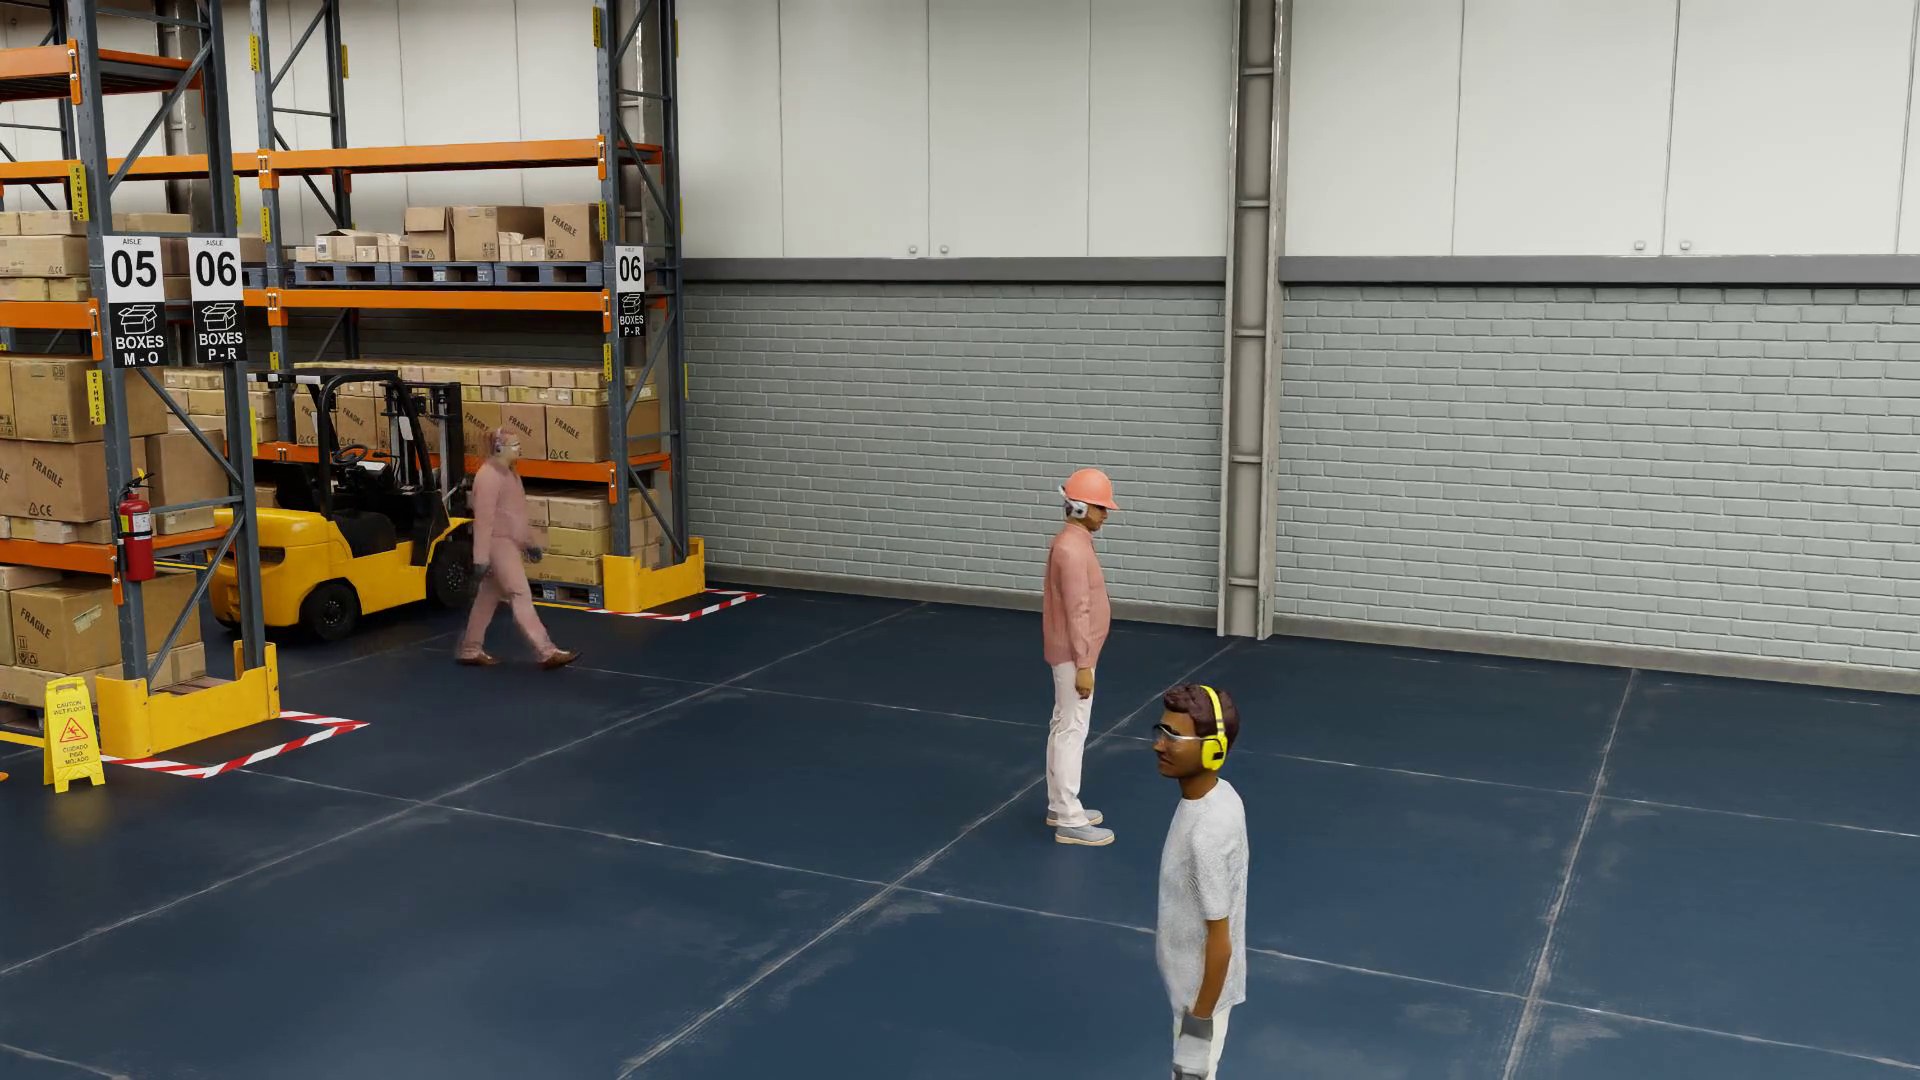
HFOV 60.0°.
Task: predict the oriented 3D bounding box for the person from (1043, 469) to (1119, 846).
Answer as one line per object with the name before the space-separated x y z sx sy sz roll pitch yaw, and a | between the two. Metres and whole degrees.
person | 0.636 0.612 8.846 0.394 1.985 0.611 0 9 -3

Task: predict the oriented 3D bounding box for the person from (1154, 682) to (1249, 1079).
person | 0.664 1.325 4.818 0.316 1.871 0.531 1 9 6

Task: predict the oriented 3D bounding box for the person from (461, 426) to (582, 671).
person | -3.370 0.070 12.557 0.976 1.855 0.663 -1 9 -4
